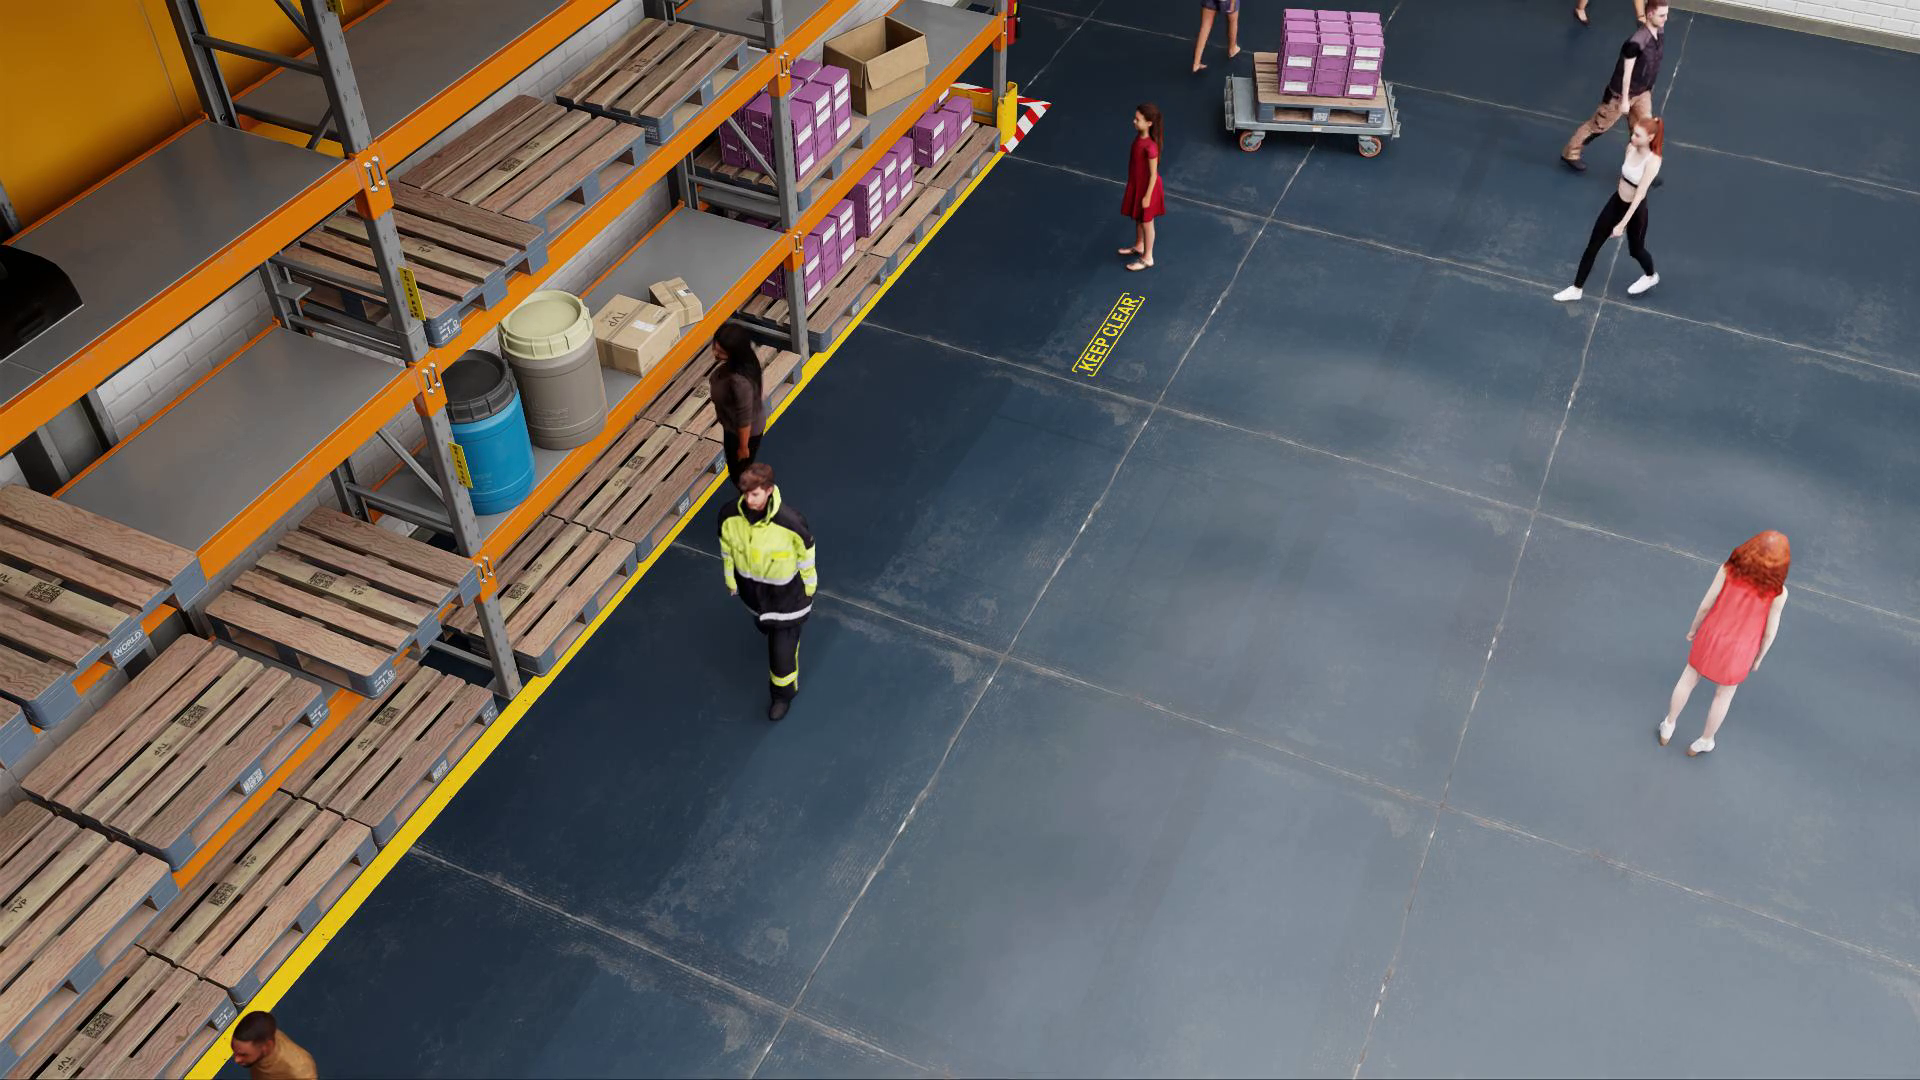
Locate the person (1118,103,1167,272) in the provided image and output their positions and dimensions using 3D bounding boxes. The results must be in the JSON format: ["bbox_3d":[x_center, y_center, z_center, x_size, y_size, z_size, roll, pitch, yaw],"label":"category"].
[{"bbox_3d":[1.588,-3.051,14.283,0.742,1.552,0.682,-10,44,-10],"label":"person"}]

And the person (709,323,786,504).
[{"bbox_3d":[-1.491,-0.777,11.693,0.918,1.834,0.820,4,44,4],"label":"person"}]

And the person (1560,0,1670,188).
[{"bbox_3d":[6.037,-4.133,15.250,1.245,1.785,1.101,-29,51,-27],"label":"person"}]

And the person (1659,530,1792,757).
[{"bbox_3d":[4.698,0.641,10.209,0.648,1.826,0.600,29,51,27],"label":"person"}]

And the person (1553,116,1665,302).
[{"bbox_3d":[5.636,-2.708,13.813,1.161,1.705,1.138,-12,45,-12],"label":"person"}]

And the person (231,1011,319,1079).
[{"bbox_3d":[-3.123,2.768,7.985,0.637,1.815,0.553,23,48,22],"label":"person"}]

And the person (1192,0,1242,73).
[{"bbox_3d":[2.593,-5.473,16.806,0.705,1.580,1.051,27,50,25],"label":"person"}]

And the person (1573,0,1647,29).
[{"bbox_3d":[6.838,-6.177,17.407,0.778,1.769,1.110,22,48,21],"label":"person"}]

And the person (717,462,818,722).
[{"bbox_3d":[-1.154,0.198,10.586,0.884,1.949,1.200,12,45,12],"label":"person"}]
